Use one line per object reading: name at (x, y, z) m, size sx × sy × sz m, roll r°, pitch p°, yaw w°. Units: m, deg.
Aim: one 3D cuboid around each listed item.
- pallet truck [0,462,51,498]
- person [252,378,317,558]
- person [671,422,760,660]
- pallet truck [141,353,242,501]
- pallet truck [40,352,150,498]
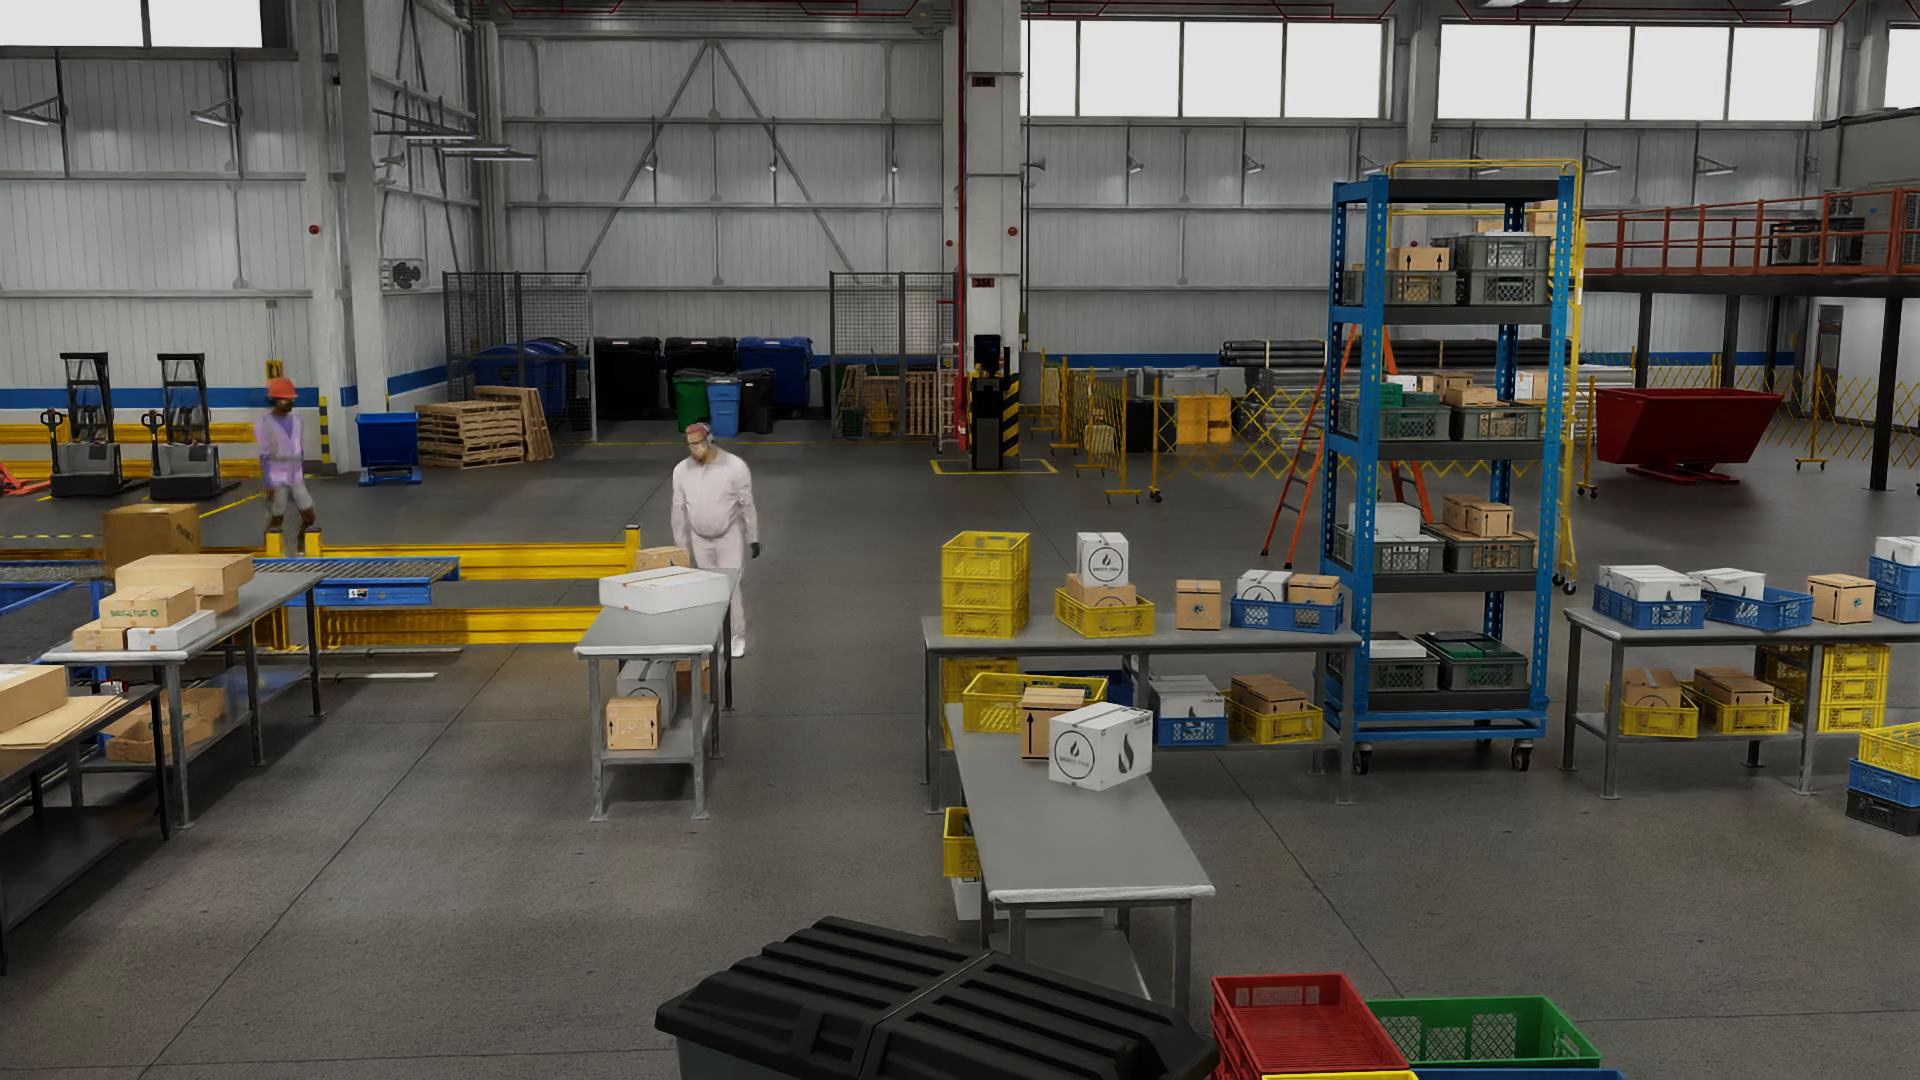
pallet truck at (-13.193, -1.293, 23.148) m, size 0.653 × 1.274 × 1.630 m, roll -1°, pitch 9°, yaw -4°
person at (-6.653, -0.586, 16.451) m, size 0.615 × 2.022 × 0.609 m, roll 5°, pitch 10°, yaw 29°
person at (-1.963, 0.010, 13.173) m, size 0.680 × 1.877 × 0.675 m, roll 2°, pitch 9°, yaw 11°
pallet truck at (-10.520, -1.604, 22.925) m, size 0.823 × 1.965 × 1.885 m, roll -1°, pitch 9°, yaw -6°
pallet truck at (-11.907, -1.642, 23.165) m, size 0.823 × 1.965 × 1.885 m, roll 0°, pitch 9°, yaw 0°
